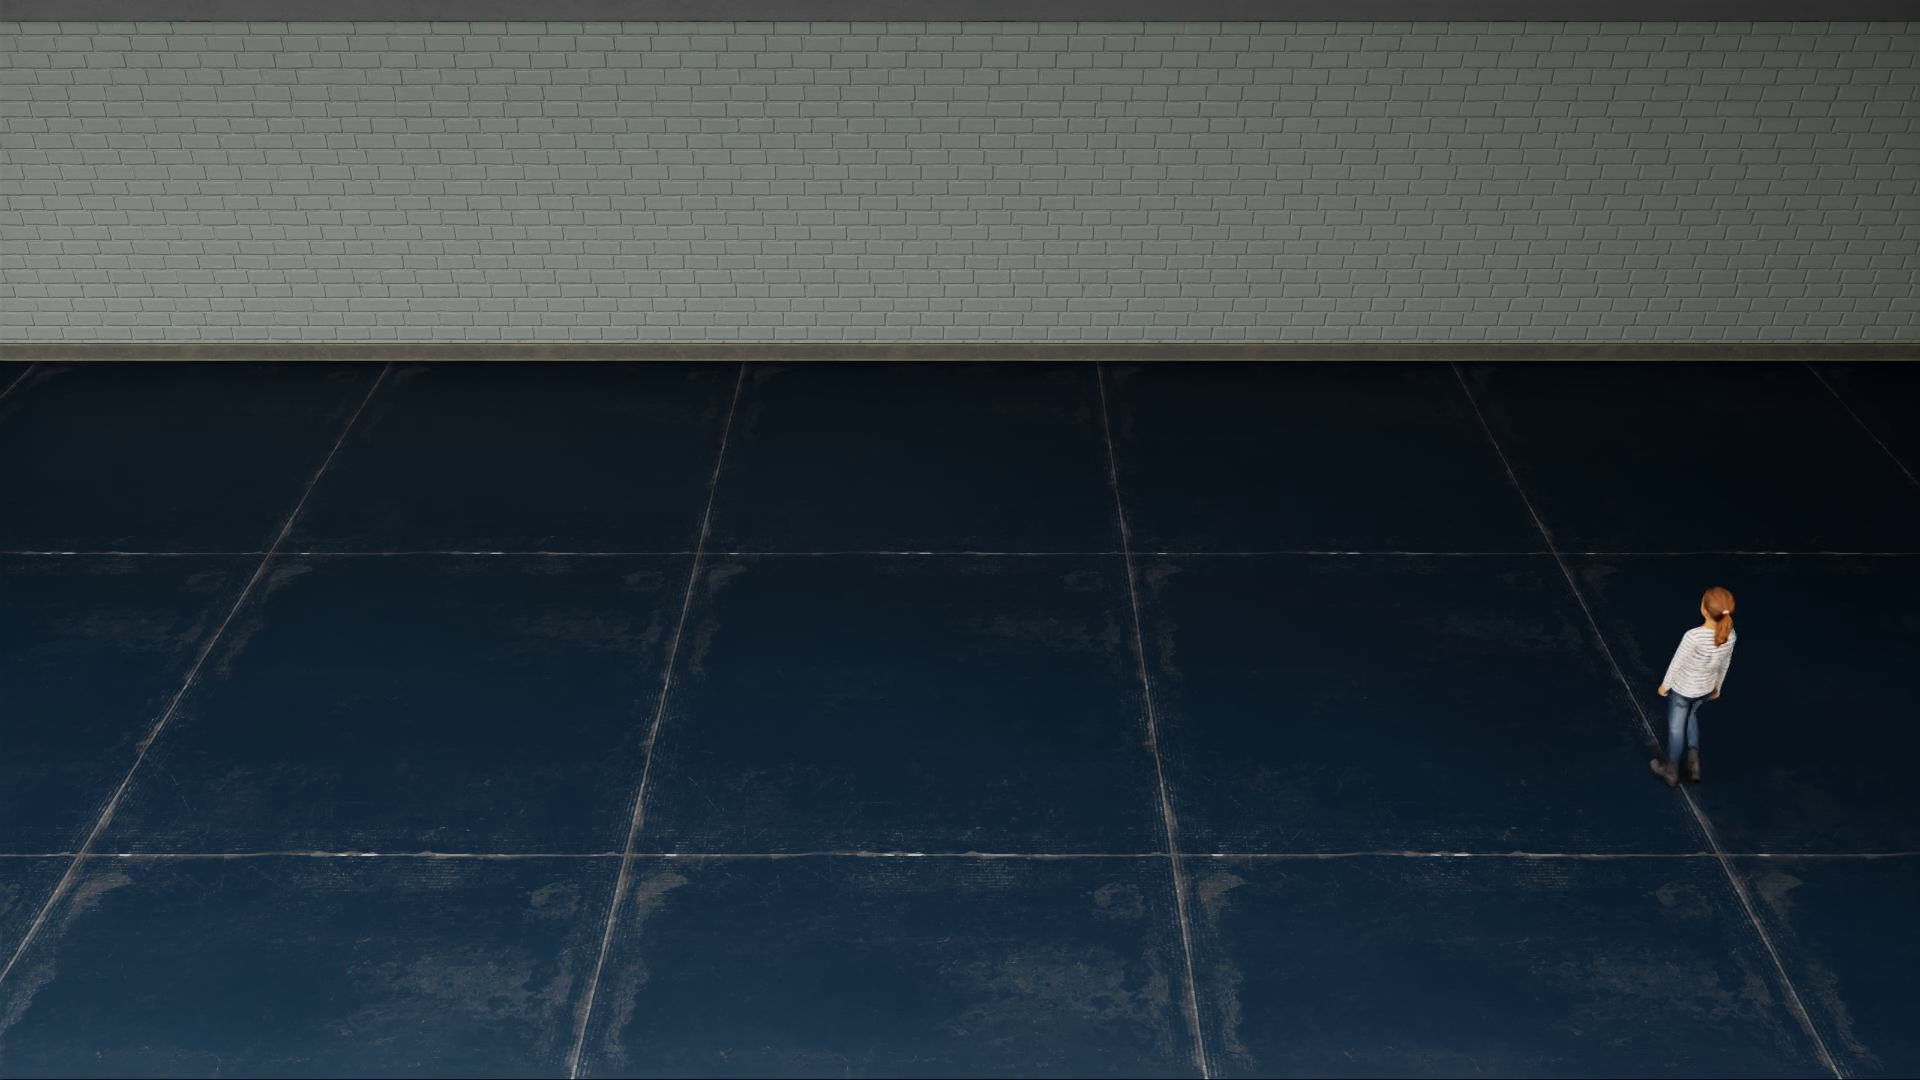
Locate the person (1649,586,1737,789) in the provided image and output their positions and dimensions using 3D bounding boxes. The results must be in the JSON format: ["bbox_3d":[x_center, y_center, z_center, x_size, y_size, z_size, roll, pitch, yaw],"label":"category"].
[{"bbox_3d":[4.116,0.867,9.244,0.544,1.307,0.616,-8,34,-12],"label":"person"}]
